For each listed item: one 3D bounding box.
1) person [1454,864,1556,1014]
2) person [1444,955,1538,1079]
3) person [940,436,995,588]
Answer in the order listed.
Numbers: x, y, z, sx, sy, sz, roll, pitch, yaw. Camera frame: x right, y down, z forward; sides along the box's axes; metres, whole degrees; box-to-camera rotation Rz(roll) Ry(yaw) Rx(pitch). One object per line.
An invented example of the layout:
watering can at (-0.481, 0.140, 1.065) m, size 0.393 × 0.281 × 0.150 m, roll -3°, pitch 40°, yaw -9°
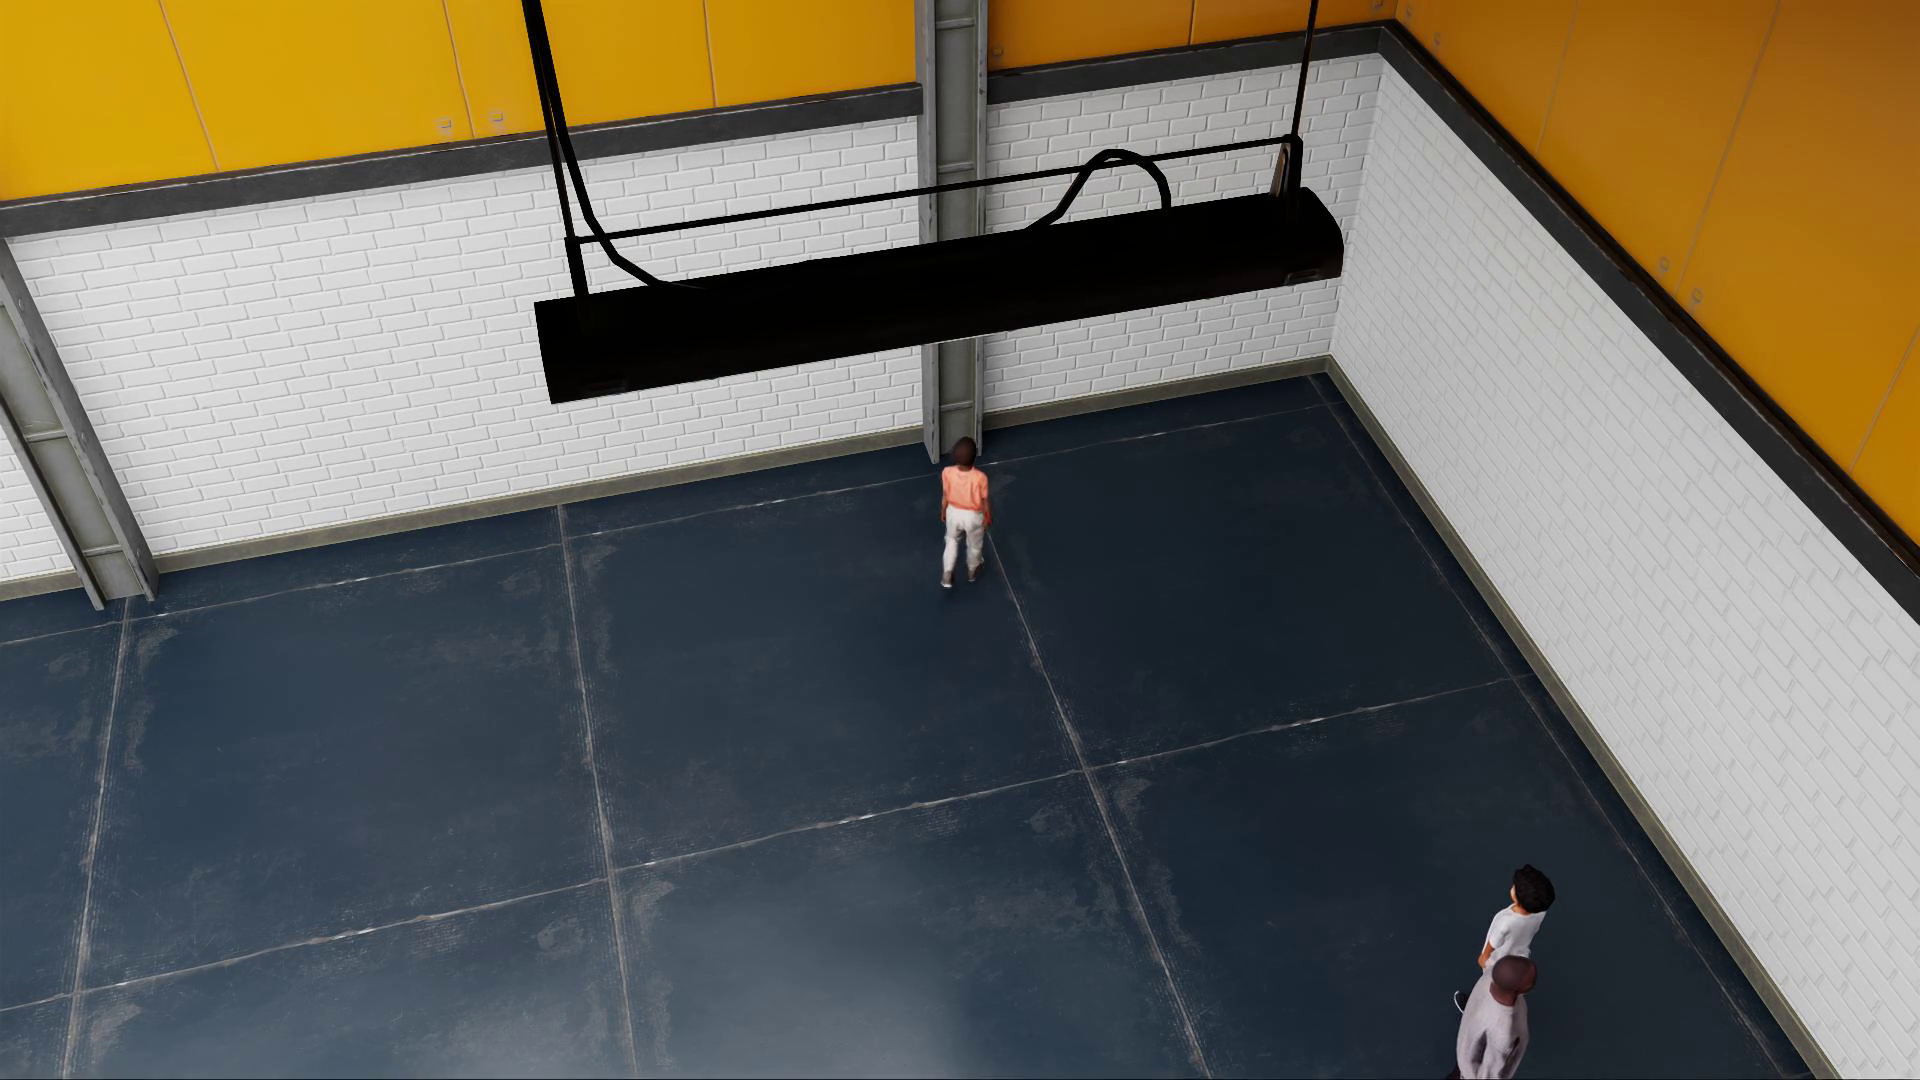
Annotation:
person at (2.927, 2.184, 8.857) m, size 0.479 × 1.257 × 0.579 m, roll -20°, pitch 47°, yaw -19°
person at (2.535, 2.536, 8.118) m, size 0.688 × 1.769 × 0.698 m, roll 8°, pitch 44°, yaw 8°
person at (0.025, -0.154, 11.278) m, size 0.730 × 1.303 × 0.761 m, roll 14°, pitch 45°, yaw 14°
